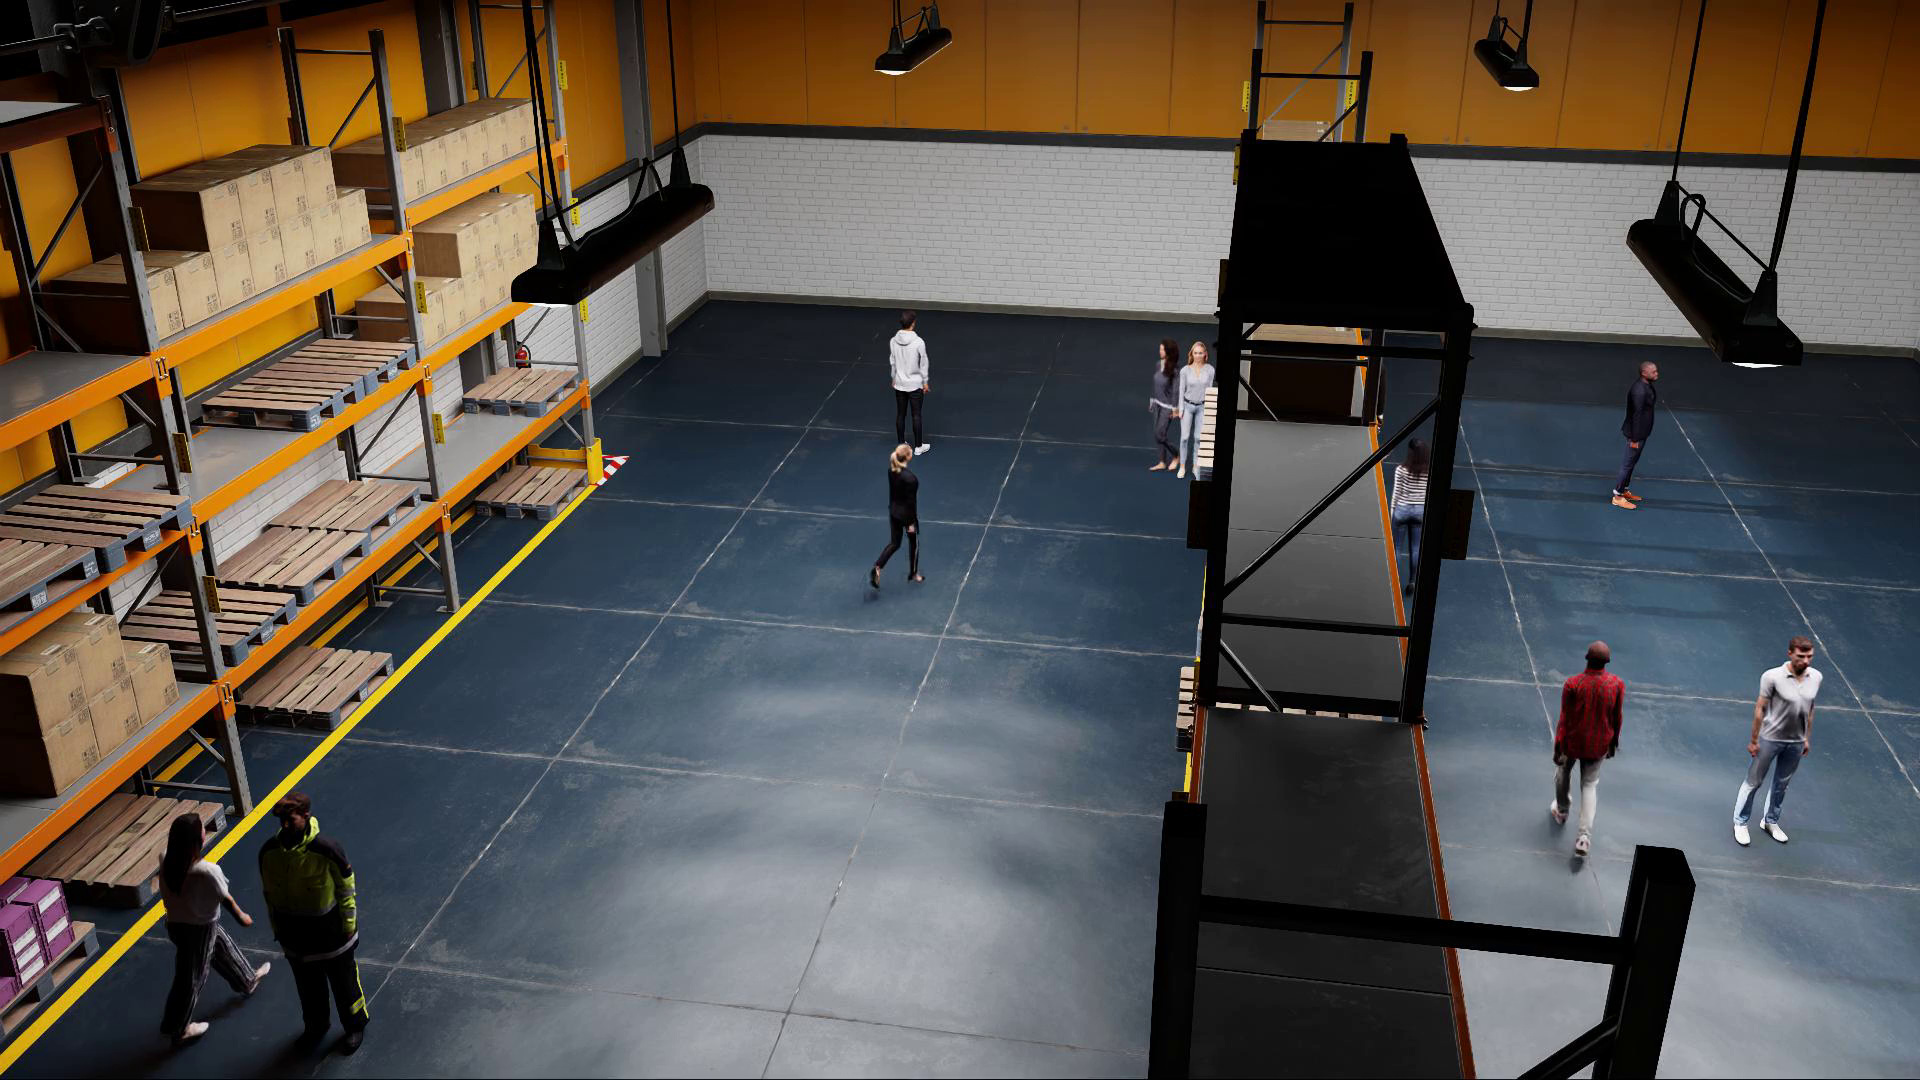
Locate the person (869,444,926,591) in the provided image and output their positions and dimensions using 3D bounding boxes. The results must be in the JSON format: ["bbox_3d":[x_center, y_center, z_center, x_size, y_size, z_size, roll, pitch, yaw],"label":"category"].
[{"bbox_3d":[-0.686,-0.210,17.956,1.106,1.679,0.989,-20,30,-37],"label":"person"}]

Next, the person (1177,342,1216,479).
[{"bbox_3d":[2.982,-1.656,21.119,0.618,1.795,0.547,0,24,0],"label":"person"}]

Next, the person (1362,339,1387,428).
[{"bbox_3d":[5.026,-1.600,20.856,0.712,1.904,0.602,3,24,6],"label":"person"}]

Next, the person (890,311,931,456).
[{"bbox_3d":[-0.677,-2.073,21.904,0.719,1.929,0.655,9,25,19],"label":"person"}]

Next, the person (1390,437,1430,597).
[{"bbox_3d":[4.827,-0.242,17.886,0.600,1.793,0.556,0,24,0],"label":"person"}]

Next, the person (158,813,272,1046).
[{"bbox_3d":[-5.300,2.699,11.371,1.013,1.622,1.244,17,29,34],"label":"person"}]

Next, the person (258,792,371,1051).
[{"bbox_3d":[-4.359,2.559,11.242,0.797,1.983,0.681,1,24,2],"label":"person"}]

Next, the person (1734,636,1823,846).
[{"bbox_3d":[6.693,1.614,13.567,0.711,1.851,0.630,-2,24,-4],"label":"person"}]

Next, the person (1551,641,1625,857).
[{"bbox_3d":[5.069,1.690,13.458,0.659,1.800,1.151,5,24,11],"label":"person"}]

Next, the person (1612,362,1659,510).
[{"bbox_3d":[8.251,-1.307,20.291,0.837,1.818,0.672,14,27,28],"label":"person"}]

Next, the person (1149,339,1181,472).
[{"bbox_3d":[2.694,-1.731,21.334,0.832,1.760,0.769,-13,27,-27],"label":"person"}]
